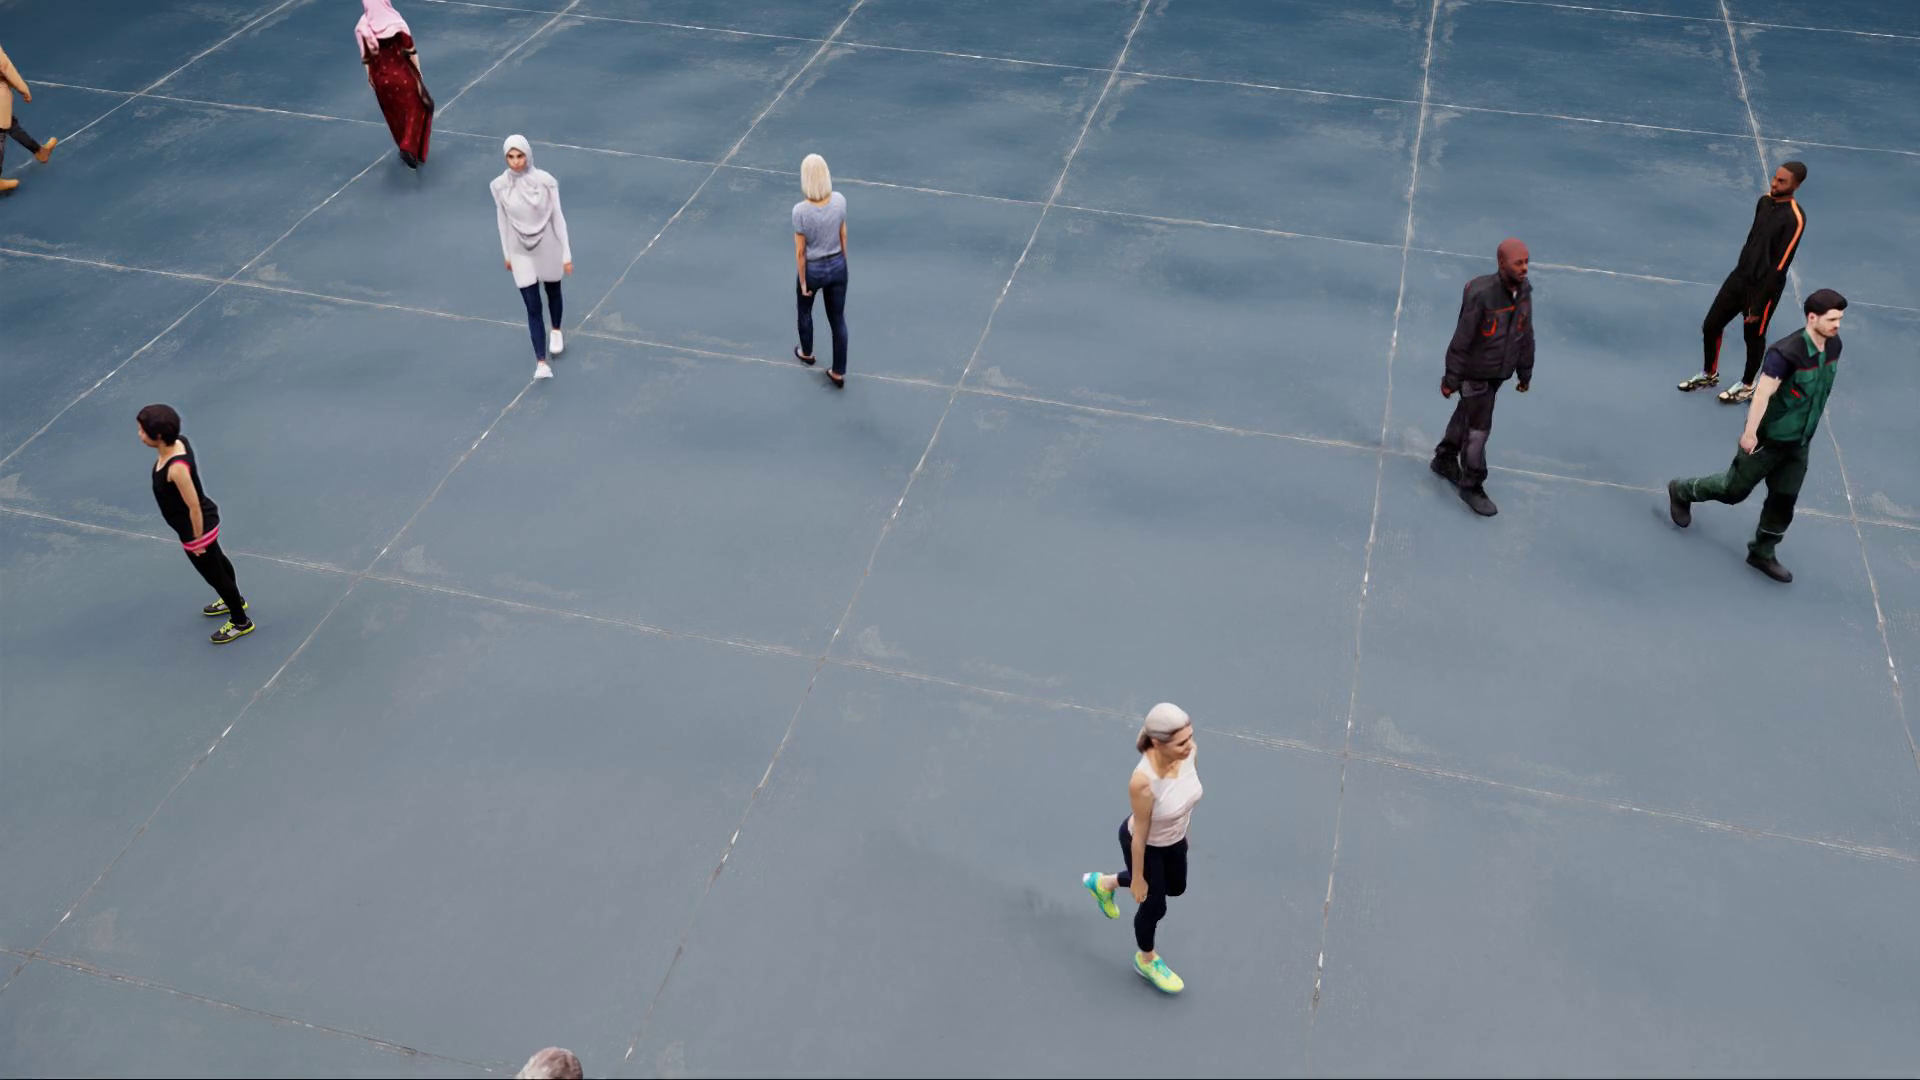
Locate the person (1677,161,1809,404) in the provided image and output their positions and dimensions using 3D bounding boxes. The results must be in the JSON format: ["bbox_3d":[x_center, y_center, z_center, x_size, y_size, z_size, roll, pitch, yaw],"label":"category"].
[{"bbox_3d":[5.510,-1.737,11.325,0.879,1.789,0.829,-12,40,-14],"label":"person"}]

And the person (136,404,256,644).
[{"bbox_3d":[-4.342,-0.112,9.440,0.685,1.552,0.613,-16,41,-20],"label":"person"}]

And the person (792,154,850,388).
[{"bbox_3d":[-0.911,-1.820,11.501,0.845,1.702,0.932,-14,40,-17],"label":"person"}]

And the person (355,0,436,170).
[{"bbox_3d":[-4.855,-3.948,14.281,0.813,1.628,0.950,-1,38,-1],"label":"person"}]

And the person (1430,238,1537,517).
[{"bbox_3d":[3.241,-1.132,10.535,1.010,1.809,1.064,-21,43,-25],"label":"person"}]

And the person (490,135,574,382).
[{"bbox_3d":[-2.980,-2.052,11.769,0.920,1.738,1.172,-6,38,-7],"label":"person"}]

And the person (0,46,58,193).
[{"bbox_3d":[-8.213,-3.734,13.965,0.725,1.681,1.117,12,40,15],"label":"person"}]

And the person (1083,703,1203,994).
[{"bbox_3d":[0.798,1.339,7.476,0.881,1.687,0.912,28,46,31],"label":"person"}]

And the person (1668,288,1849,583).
[{"bbox_3d":[4.795,-0.686,9.911,1.157,1.877,1.224,-19,42,-23],"label":"person"}]
